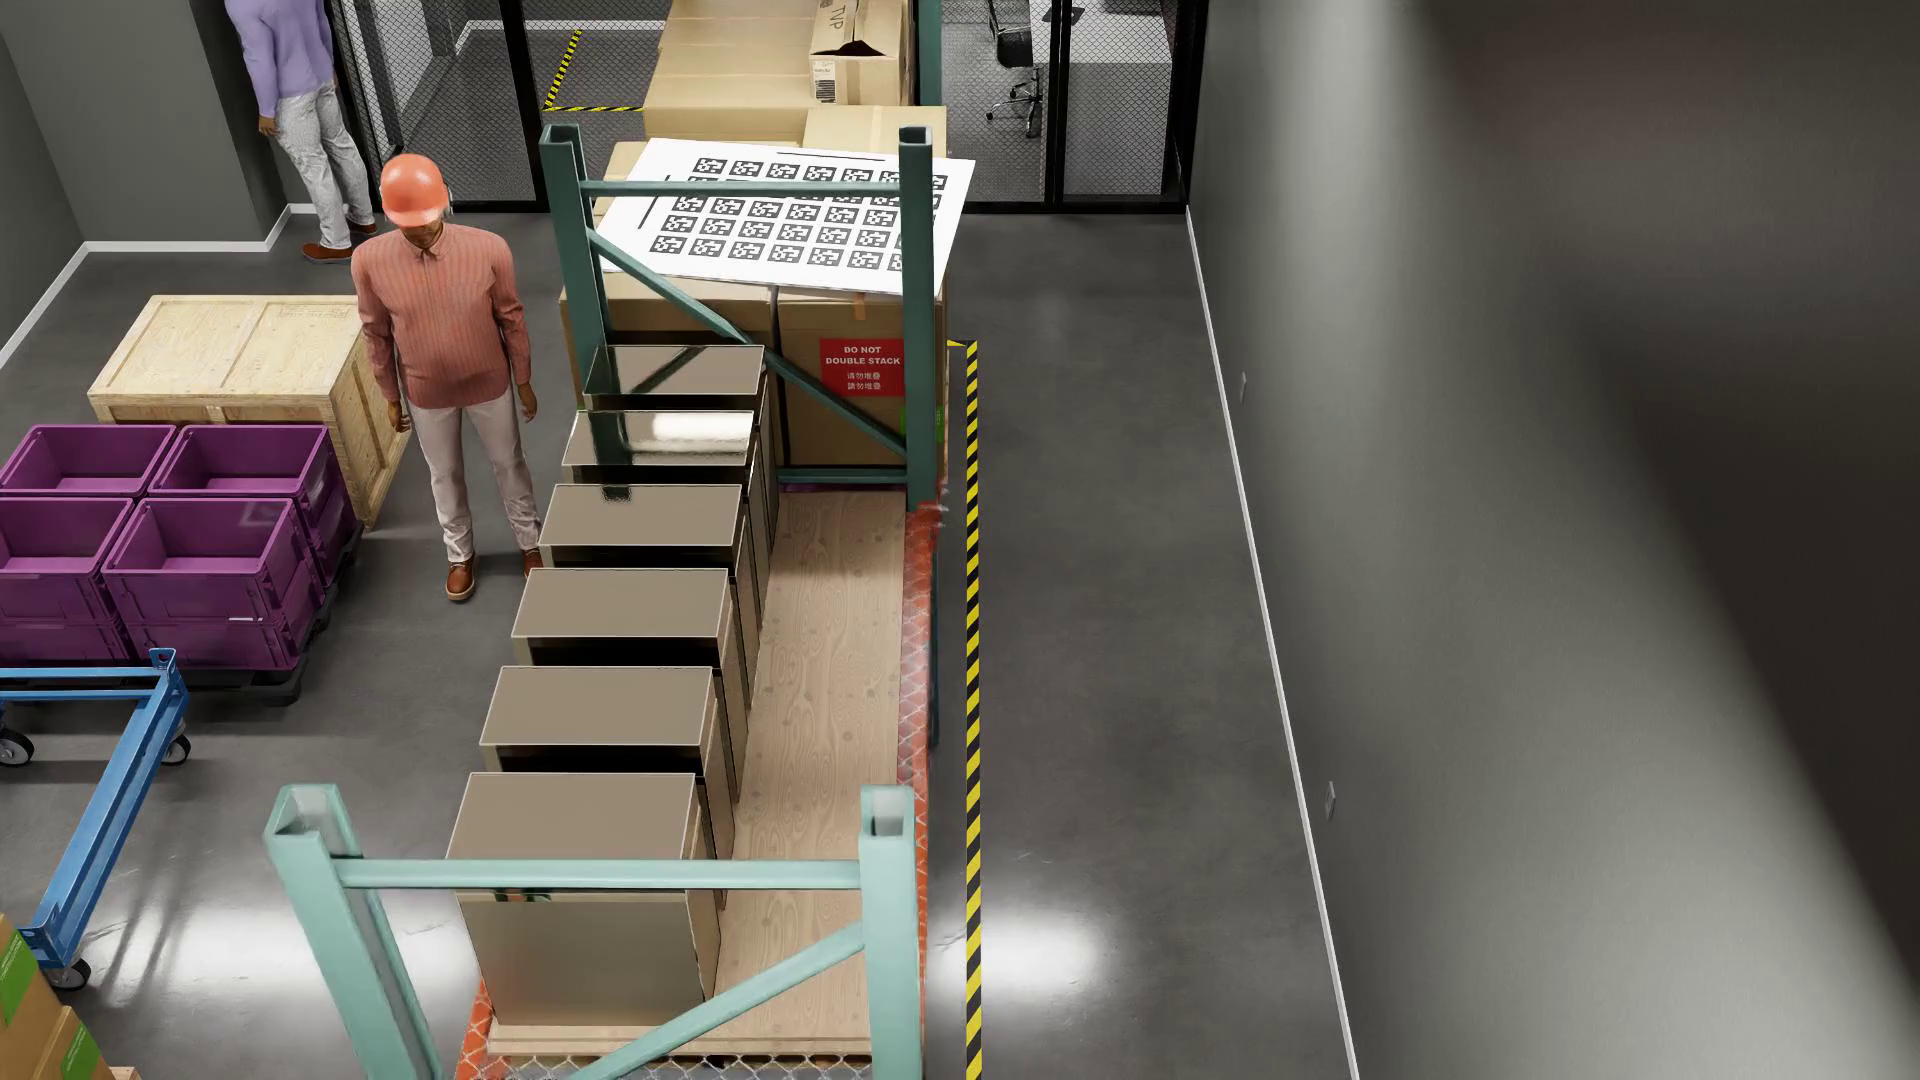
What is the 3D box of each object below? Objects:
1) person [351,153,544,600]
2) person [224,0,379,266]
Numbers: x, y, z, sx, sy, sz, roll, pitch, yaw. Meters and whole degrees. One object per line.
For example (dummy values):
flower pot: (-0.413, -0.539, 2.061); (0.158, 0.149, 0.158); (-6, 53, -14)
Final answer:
person: (-1.979, -0.617, 6.551); (0.612, 1.994, 0.383); (-10, 42, -11)
person: (-3.411, -2.335, 8.554); (0.366, 1.939, 0.630); (12, 43, 13)
